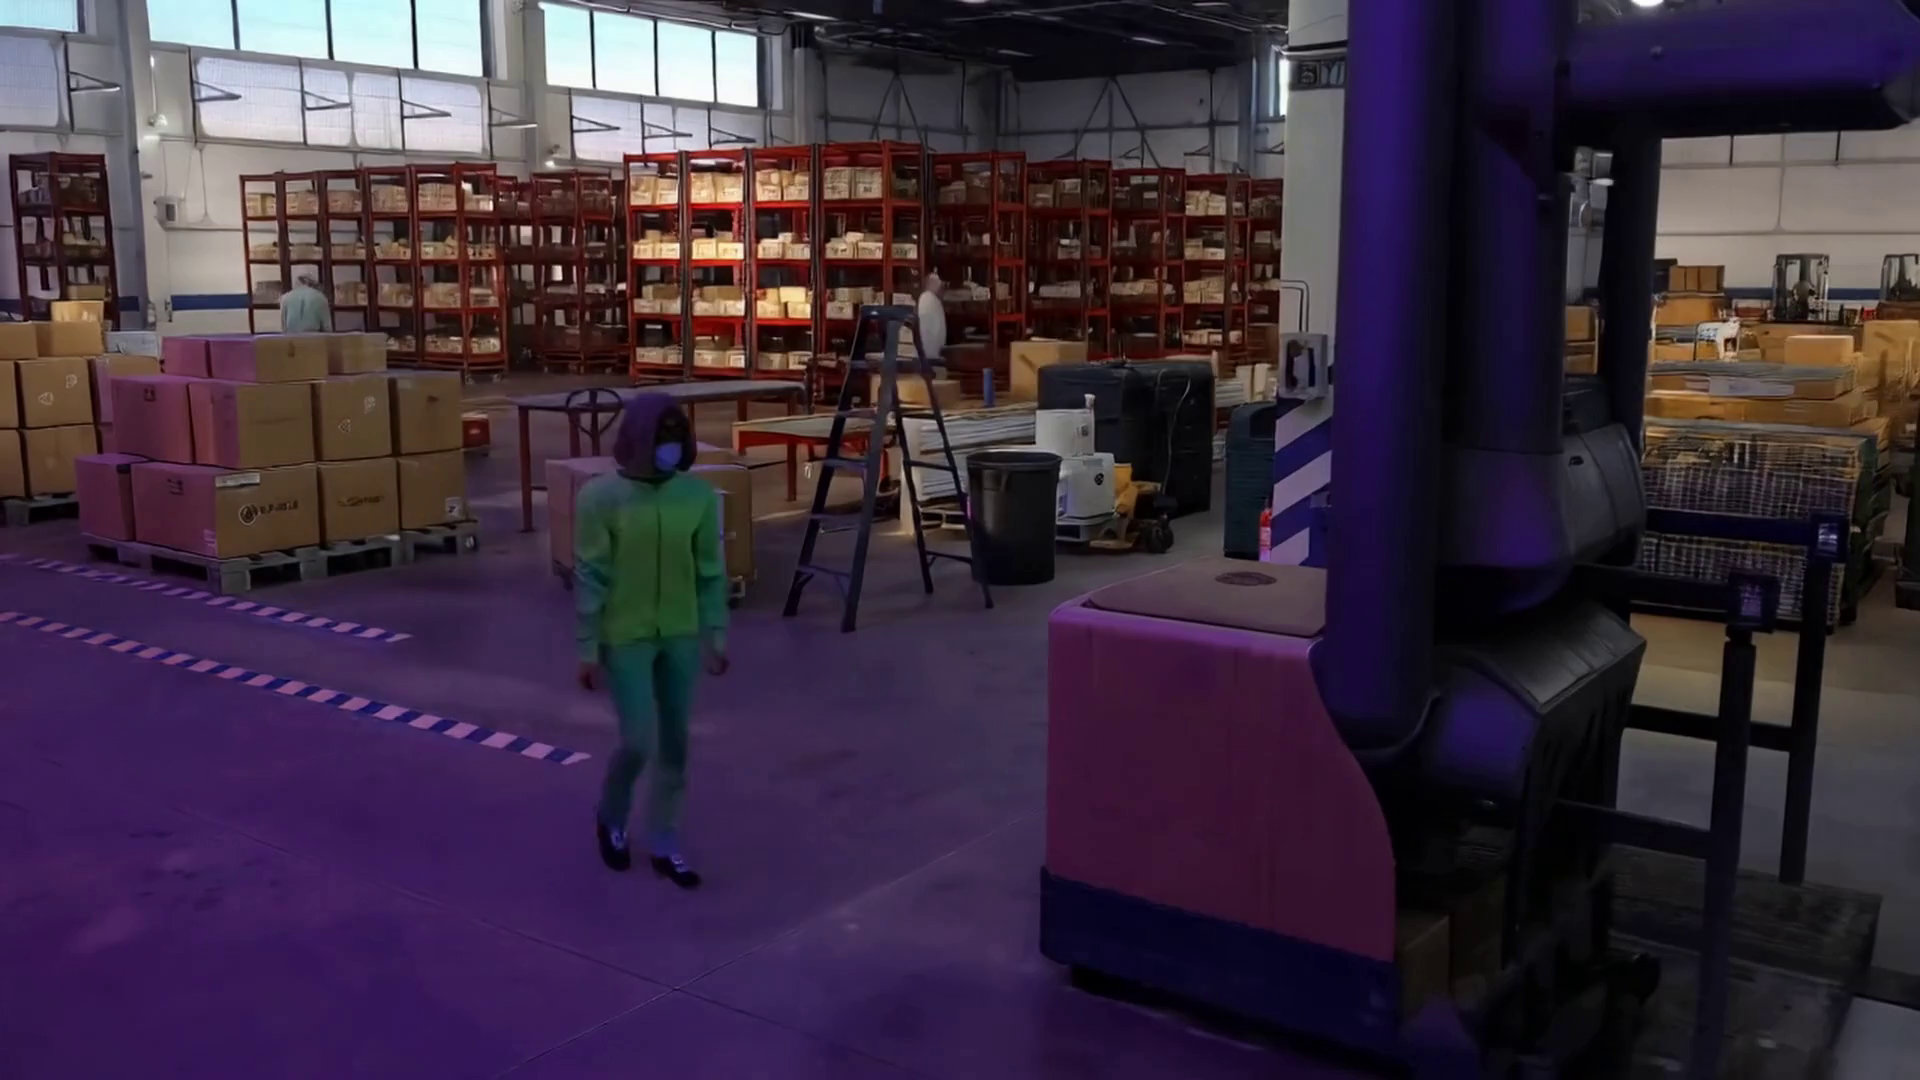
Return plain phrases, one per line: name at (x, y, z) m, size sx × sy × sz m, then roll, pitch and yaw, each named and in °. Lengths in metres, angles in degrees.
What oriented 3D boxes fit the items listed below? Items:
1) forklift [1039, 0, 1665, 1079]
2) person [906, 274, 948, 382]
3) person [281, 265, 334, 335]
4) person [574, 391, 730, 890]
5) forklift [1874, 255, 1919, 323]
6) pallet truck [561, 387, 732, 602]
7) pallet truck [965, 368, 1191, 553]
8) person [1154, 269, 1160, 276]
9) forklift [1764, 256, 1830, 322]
forklift at (1.249, -0.137, 4.360) m, size 1.873 × 2.768 × 1.129 m, roll 7°, pitch 12°, yaw 35°
person at (-0.462, -2.577, 21.930) m, size 0.964 × 1.864 × 0.645 m, roll -1°, pitch 10°, yaw -7°
person at (-8.438, -2.535, 21.358) m, size 0.787 × 1.967 × 0.587 m, roll -1°, pitch 10°, yaw -8°
person at (-0.982, 0.330, 5.316) m, size 0.521 × 1.616 × 0.378 m, roll -7°, pitch 12°, yaw -37°
forklift at (22.089, -5.634, 38.796) m, size 1.157 × 1.987 × 2.680 m, roll 6°, pitch 11°, yaw 33°
pallet truck at (-1.981, -0.274, 10.088) m, size 0.680 × 1.201 × 1.601 m, roll -5°, pitch 11°, yaw -28°
pallet truck at (0.845, -0.609, 11.869) m, size 1.630 × 1.274 × 0.653 m, roll 7°, pitch 12°, yaw 35°
person at (5.023, -6.046, 42.709) m, size 0.564 × 1.806 × 0.938 m, roll 5°, pitch 11°, yaw 29°
forklift at (20.253, -5.854, 40.139) m, size 1.157 × 1.987 × 2.680 m, roll 7°, pitch 12°, yaw 35°
